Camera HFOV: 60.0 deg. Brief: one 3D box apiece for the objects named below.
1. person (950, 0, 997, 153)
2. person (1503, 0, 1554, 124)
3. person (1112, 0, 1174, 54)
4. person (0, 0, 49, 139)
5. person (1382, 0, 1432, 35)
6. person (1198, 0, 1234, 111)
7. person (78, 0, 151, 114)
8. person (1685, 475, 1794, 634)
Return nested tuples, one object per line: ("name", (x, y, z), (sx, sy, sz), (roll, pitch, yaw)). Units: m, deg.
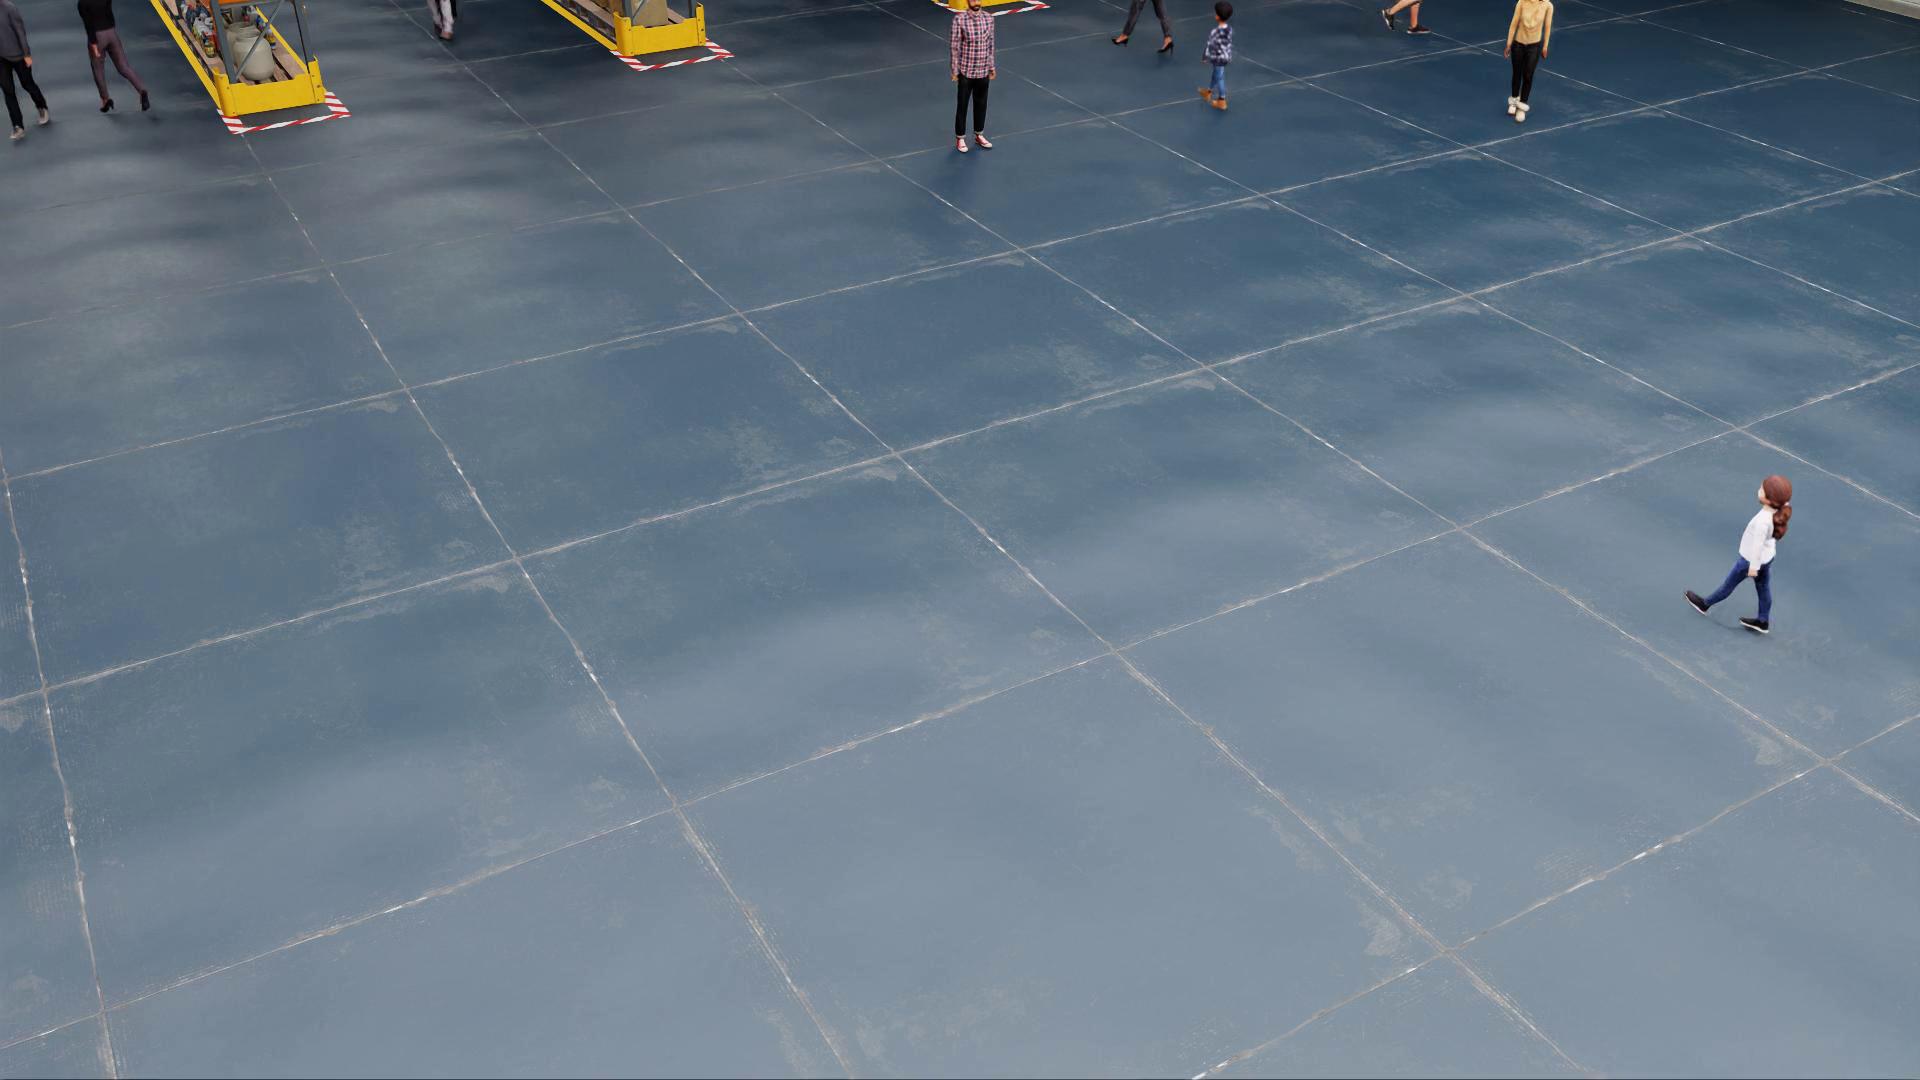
("person", (0.143, -5.242, 18.475), (0.708, 1.760, 0.614), (-13, 35, -20))
("person", (6.643, -5.786, 19.456), (0.939, 1.634, 0.942), (15, 35, 22))
("person", (2.531, -7.107, 21.524), (1.223, 1.661, 0.993), (19, 37, 28))
("person", (-10.795, -5.531, 18.971), (0.939, 1.721, 1.229), (-4, 32, -6))
("person", (6.075, -7.710, 22.315), (1.017, 1.837, 1.023), (1, 32, 2))
("person", (3.124, -5.738, 19.757), (0.579, 1.231, 0.792), (-23, 39, -32))
("person", (-9.899, -5.767, 19.420), (1.089, 1.641, 0.919), (15, 35, 23))
("person", (5.153, 0.114, 10.616), (0.808, 1.087, 0.588), (26, 41, 35))
